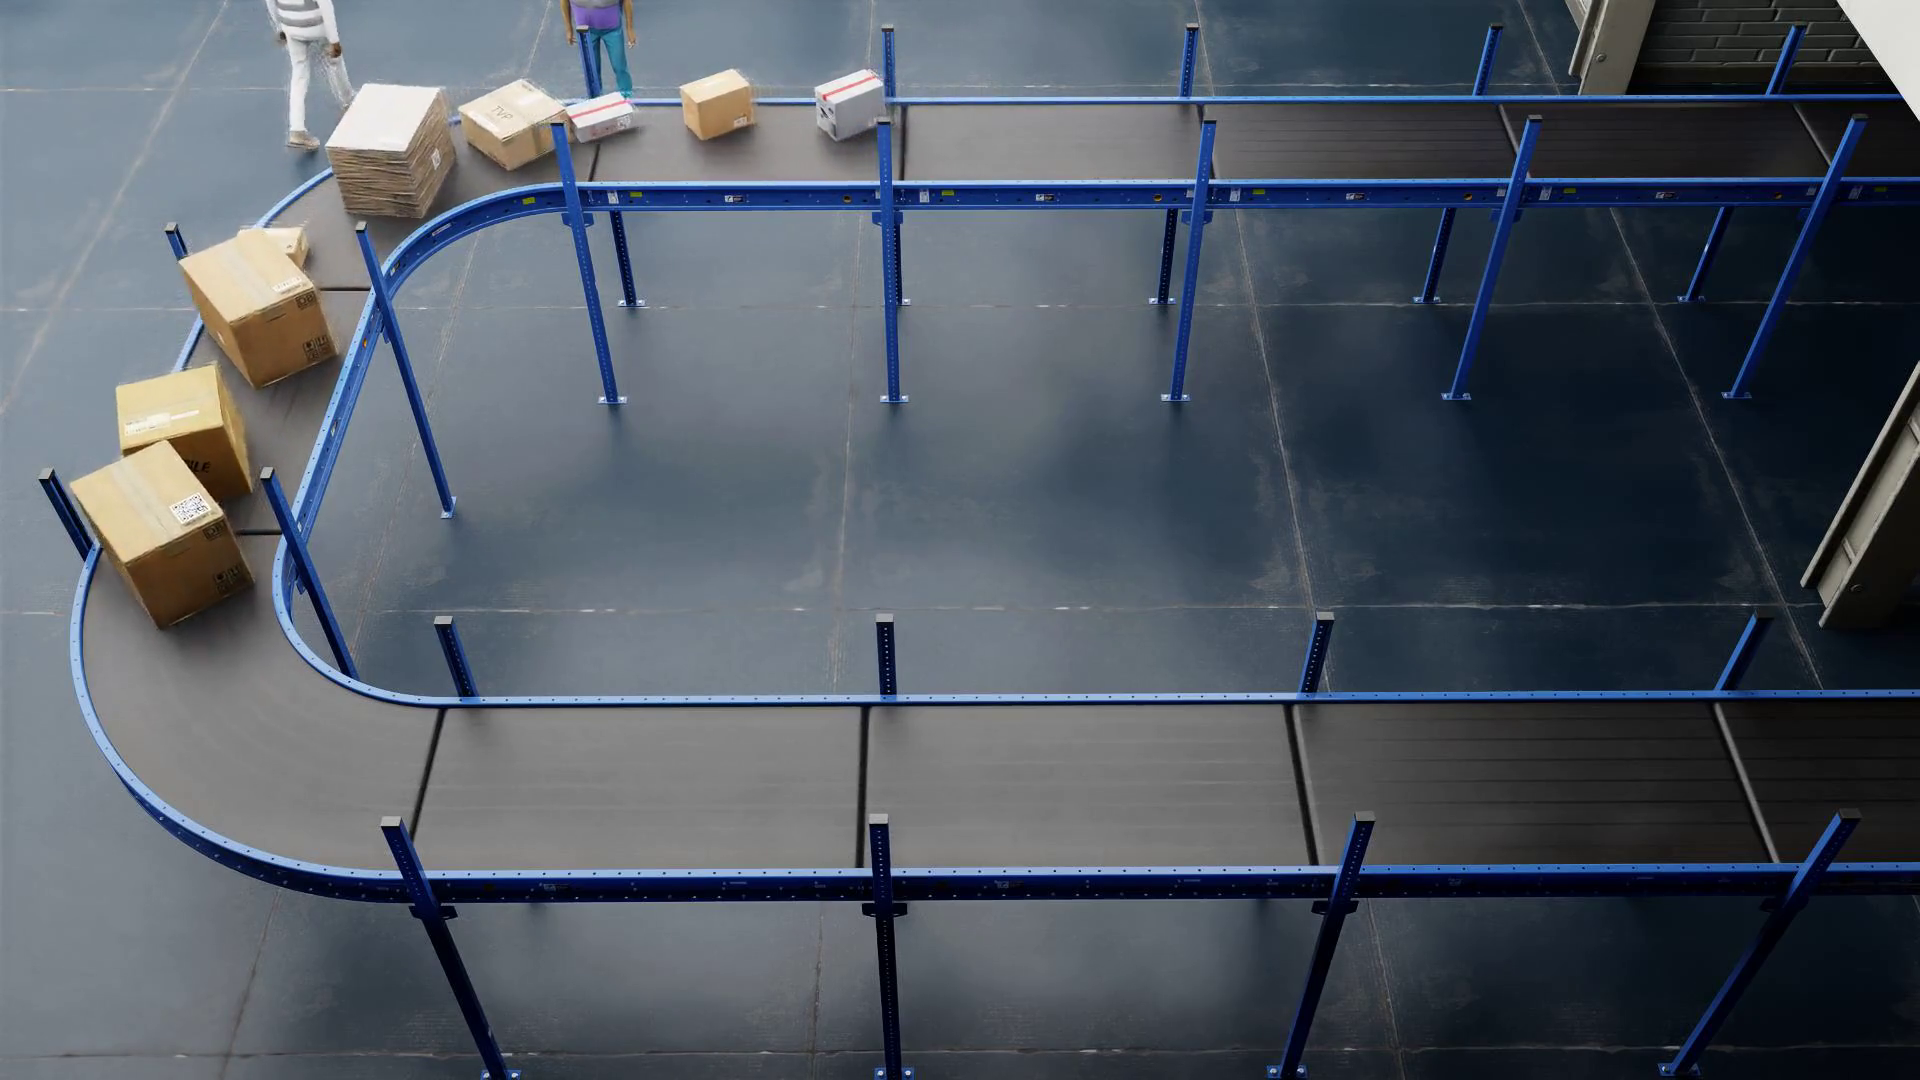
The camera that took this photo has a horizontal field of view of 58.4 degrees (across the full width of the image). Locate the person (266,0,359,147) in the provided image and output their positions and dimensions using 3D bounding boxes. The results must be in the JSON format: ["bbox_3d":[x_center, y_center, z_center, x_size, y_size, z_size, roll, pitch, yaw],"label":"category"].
[{"bbox_3d":[-5.305,-4.086,13.845,0.610,1.837,0.947,7,47,6],"label":"person"}]

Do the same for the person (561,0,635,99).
[{"bbox_3d":[-2.911,-4.173,13.910,0.565,1.845,0.387,1,47,1],"label":"person"}]
